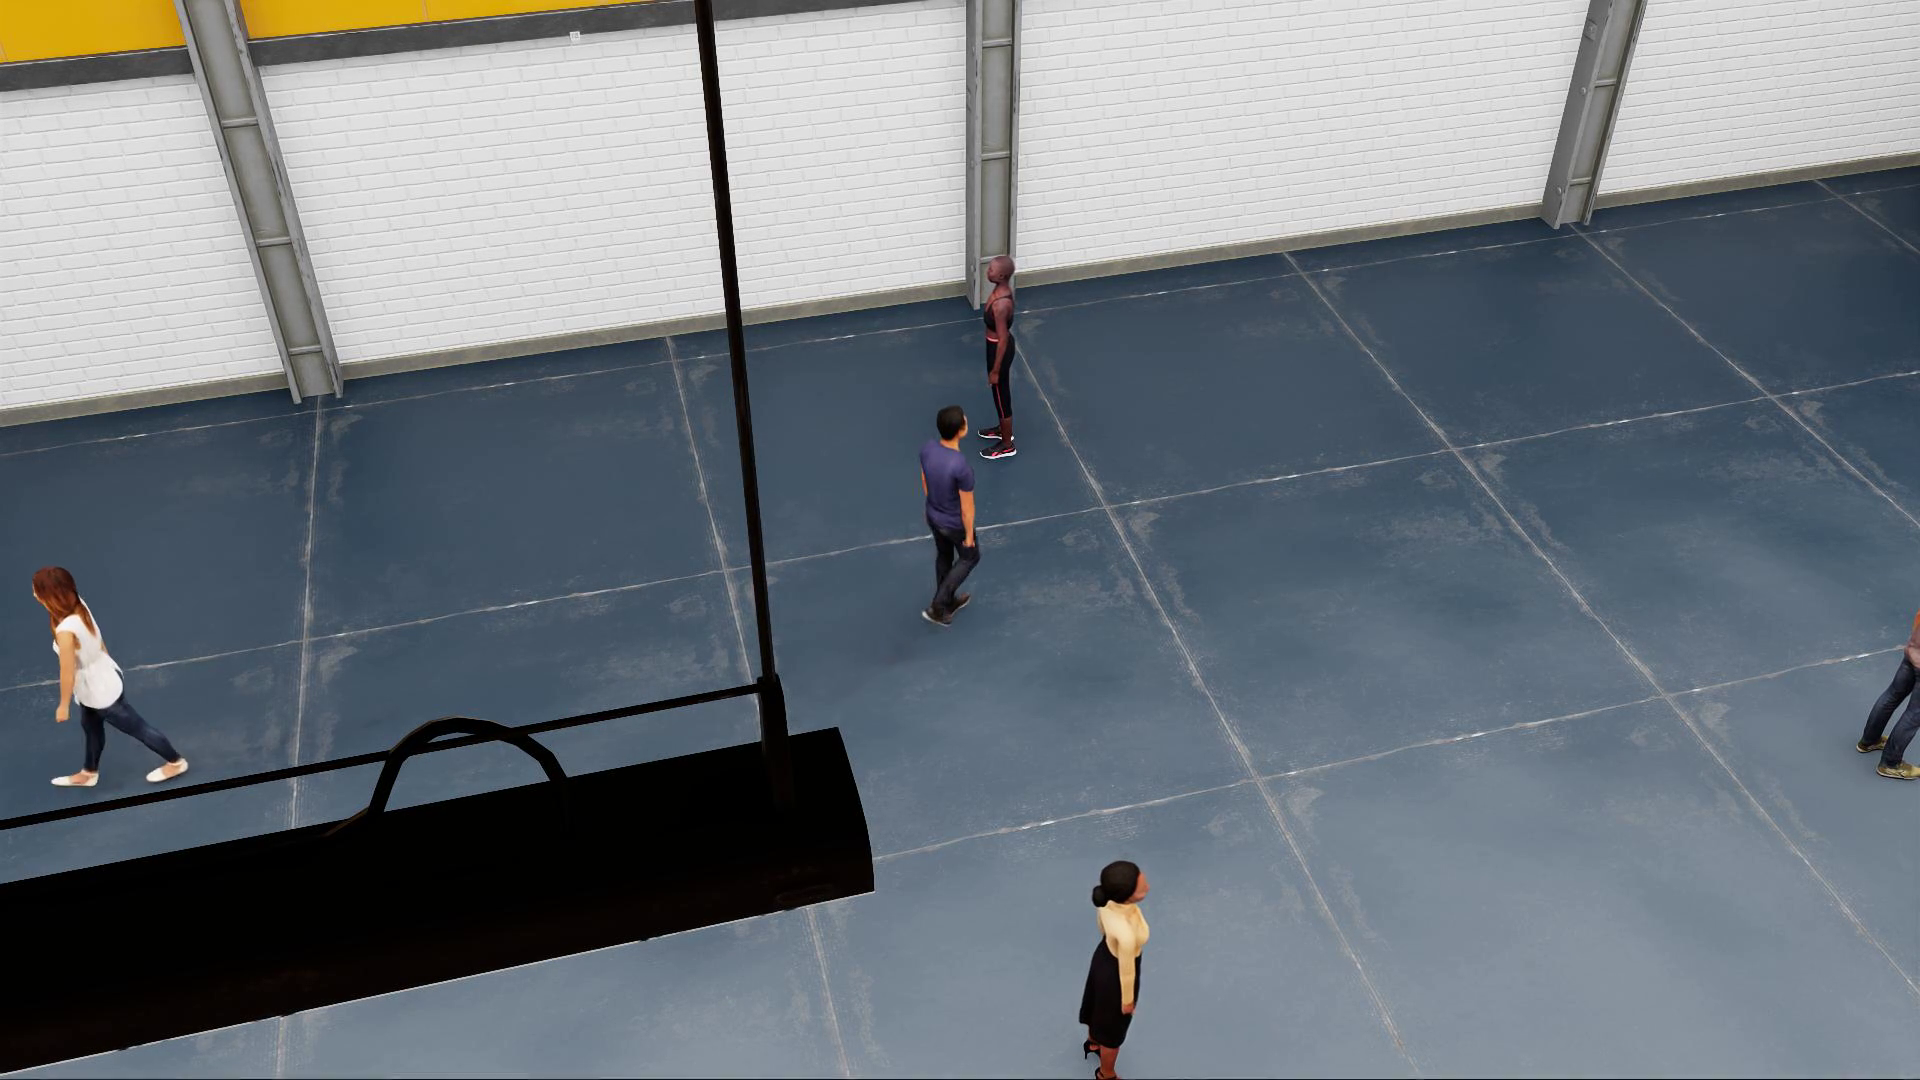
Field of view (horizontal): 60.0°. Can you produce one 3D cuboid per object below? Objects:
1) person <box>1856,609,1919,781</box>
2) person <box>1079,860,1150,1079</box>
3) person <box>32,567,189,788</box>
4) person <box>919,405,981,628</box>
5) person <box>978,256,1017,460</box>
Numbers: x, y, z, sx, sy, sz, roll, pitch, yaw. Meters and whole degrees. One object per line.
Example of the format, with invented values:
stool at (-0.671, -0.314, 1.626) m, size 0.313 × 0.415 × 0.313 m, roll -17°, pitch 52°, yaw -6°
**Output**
person at (6.024, 0.743, 10.333) m, size 0.587 × 1.779 × 0.656 m, roll -4°, pitch 39°, yaw -5°
person at (0.801, 2.233, 8.568) m, size 0.554 × 1.653 × 0.573 m, roll -7°, pitch 39°, yaw -8°
person at (-5.165, 0.874, 10.191) m, size 1.048 × 1.752 × 0.700 m, roll -16°, pitch 41°, yaw -19°
person at (-0.143, -0.115, 11.408) m, size 0.833 × 1.779 × 0.910 m, roll 30°, pitch 48°, yaw 32°
person at (0.325, -1.451, 13.097) m, size 0.612 × 1.758 × 0.644 m, roll 0°, pitch 39°, yaw 0°
